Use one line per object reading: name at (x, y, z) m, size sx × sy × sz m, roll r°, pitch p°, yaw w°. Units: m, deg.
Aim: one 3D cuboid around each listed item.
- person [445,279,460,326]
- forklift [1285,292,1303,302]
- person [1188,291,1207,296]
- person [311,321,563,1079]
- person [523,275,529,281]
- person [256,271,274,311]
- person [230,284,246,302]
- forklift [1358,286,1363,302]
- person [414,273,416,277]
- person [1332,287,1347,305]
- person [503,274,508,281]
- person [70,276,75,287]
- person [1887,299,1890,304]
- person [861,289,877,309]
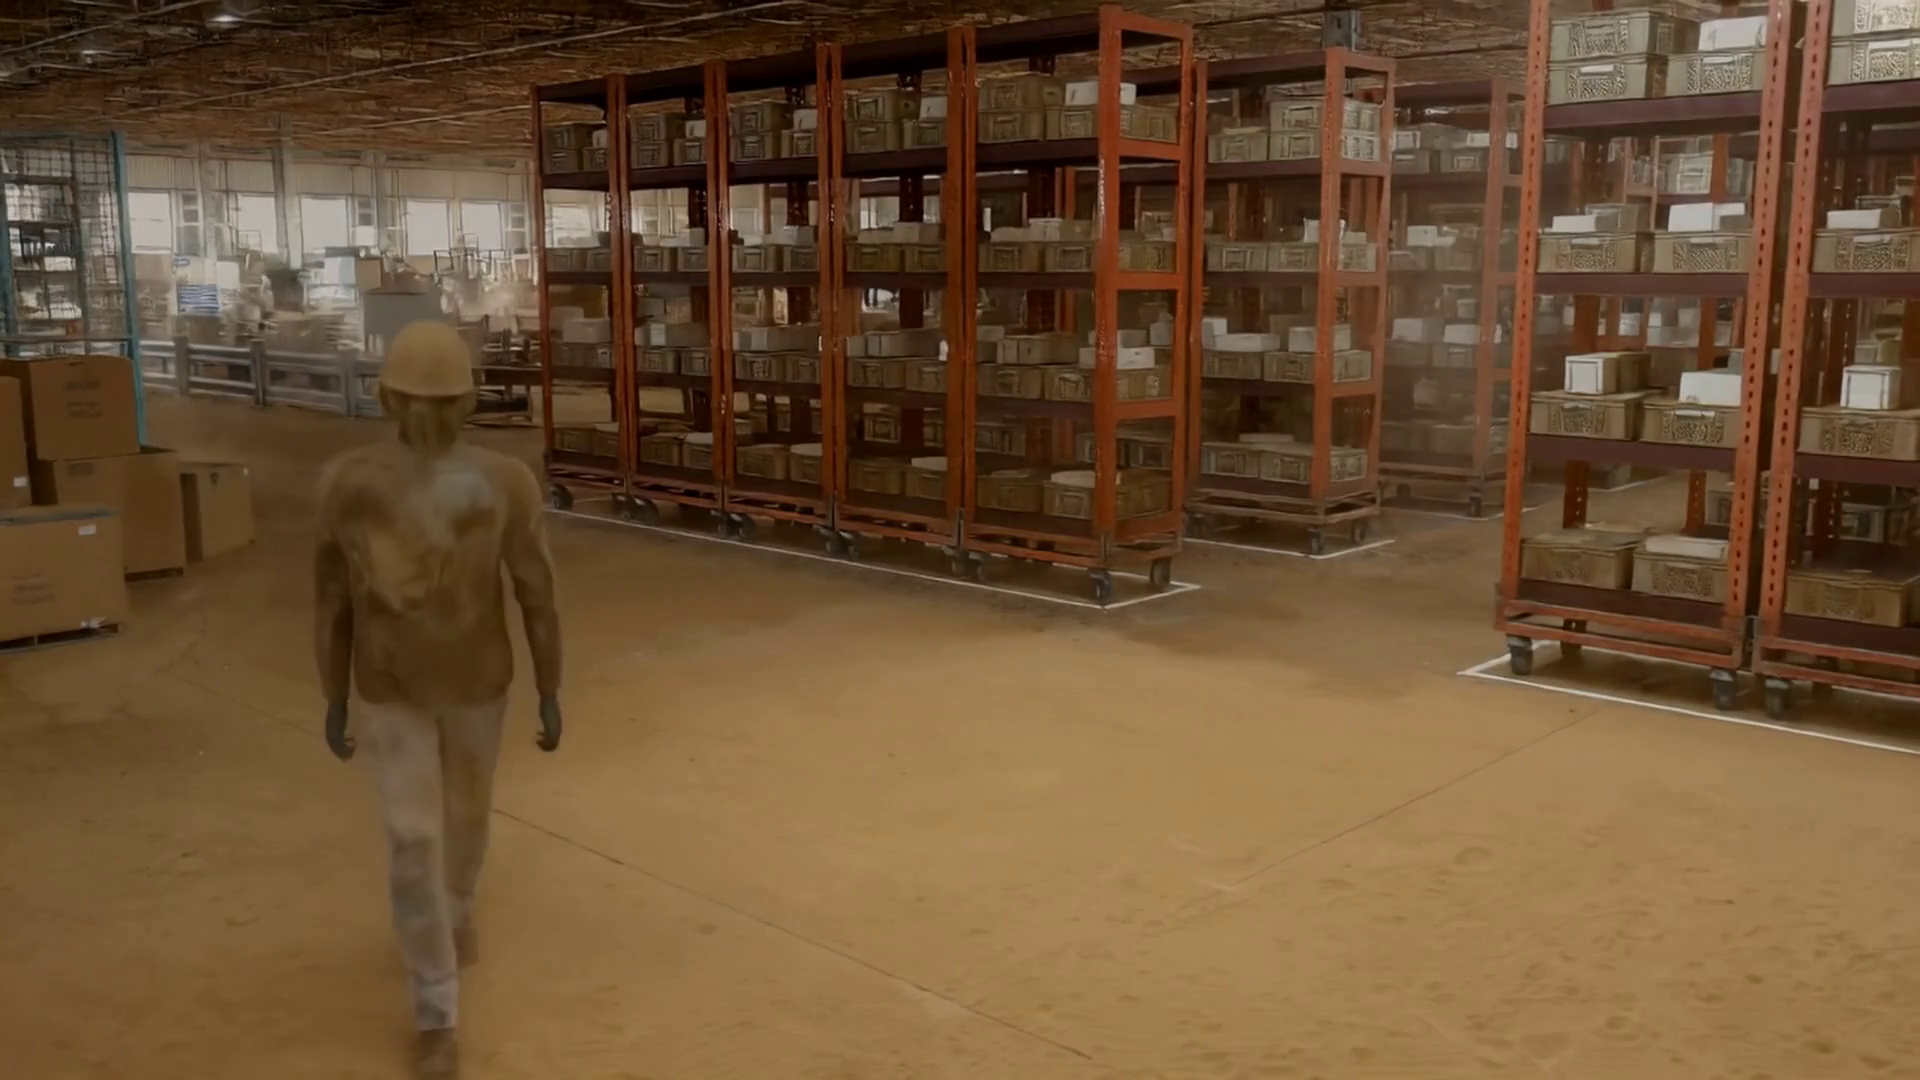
person at (-12.358, -5.477, 40.733) m, size 0.876 × 1.842 × 0.528 m, roll -5°, pitch 11°, yaw -30°
forklift at (10.059, -7.656, 50.886) m, size 1.873 × 2.768 × 1.129 m, roll 9°, pitch 13°, yaw 43°
person at (7.078, -6.989, 49.751) m, size 0.608 × 1.924 × 0.853 m, roll -2°, pitch 10°, yaw -14°
person at (-1.410, 0.375, 4.540) m, size 0.632 × 1.939 × 1.016 m, roll -5°, pitch 10°, yaw -26°
person at (-24.718, -14.249, 94.804) m, size 0.322 × 1.738 × 0.488 m, roll -9°, pitch 13°, yaw -44°
person at (-23.706, -8.174, 56.630) m, size 1.022 × 2.000 × 0.682 m, roll -6°, pitch 11°, yaw -35°
person at (-19.001, -5.906, 43.646) m, size 0.523 × 1.740 × 0.724 m, roll -1°, pitch 9°, yaw -3°
forklift at (11.100, -7.017, 46.970) m, size 1.873 × 2.768 × 1.129 m, roll 9°, pitch 13°, yaw 43°
person at (-28.776, -13.128, 87.555) m, size 0.329 × 1.863 × 0.513 m, roll -9°, pitch 13°, yaw -44°
person at (5.733, -2.910, 24.765) m, size 0.399 × 1.908 × 0.643 m, roll -9°, pitch 13°, yaw -44°
person at (-25.723, -14.132, 93.919) m, size 0.549 × 1.802 × 0.967 m, roll 1°, pitch 9°, yaw 8°
person at (-41.934, -11.699, 78.772) m, size 1.010 × 1.884 × 0.606 m, roll -4°, pitch 10°, yaw -22°
person at (25.110, -6.067, 44.566) m, size 0.335 × 1.762 × 0.526 m, roll -9°, pitch 13°, yaw -44°
person at (-3.378, -8.974, 62.056) m, size 0.556 × 1.885 × 1.017 m, roll -3°, pitch 10°, yaw -20°
